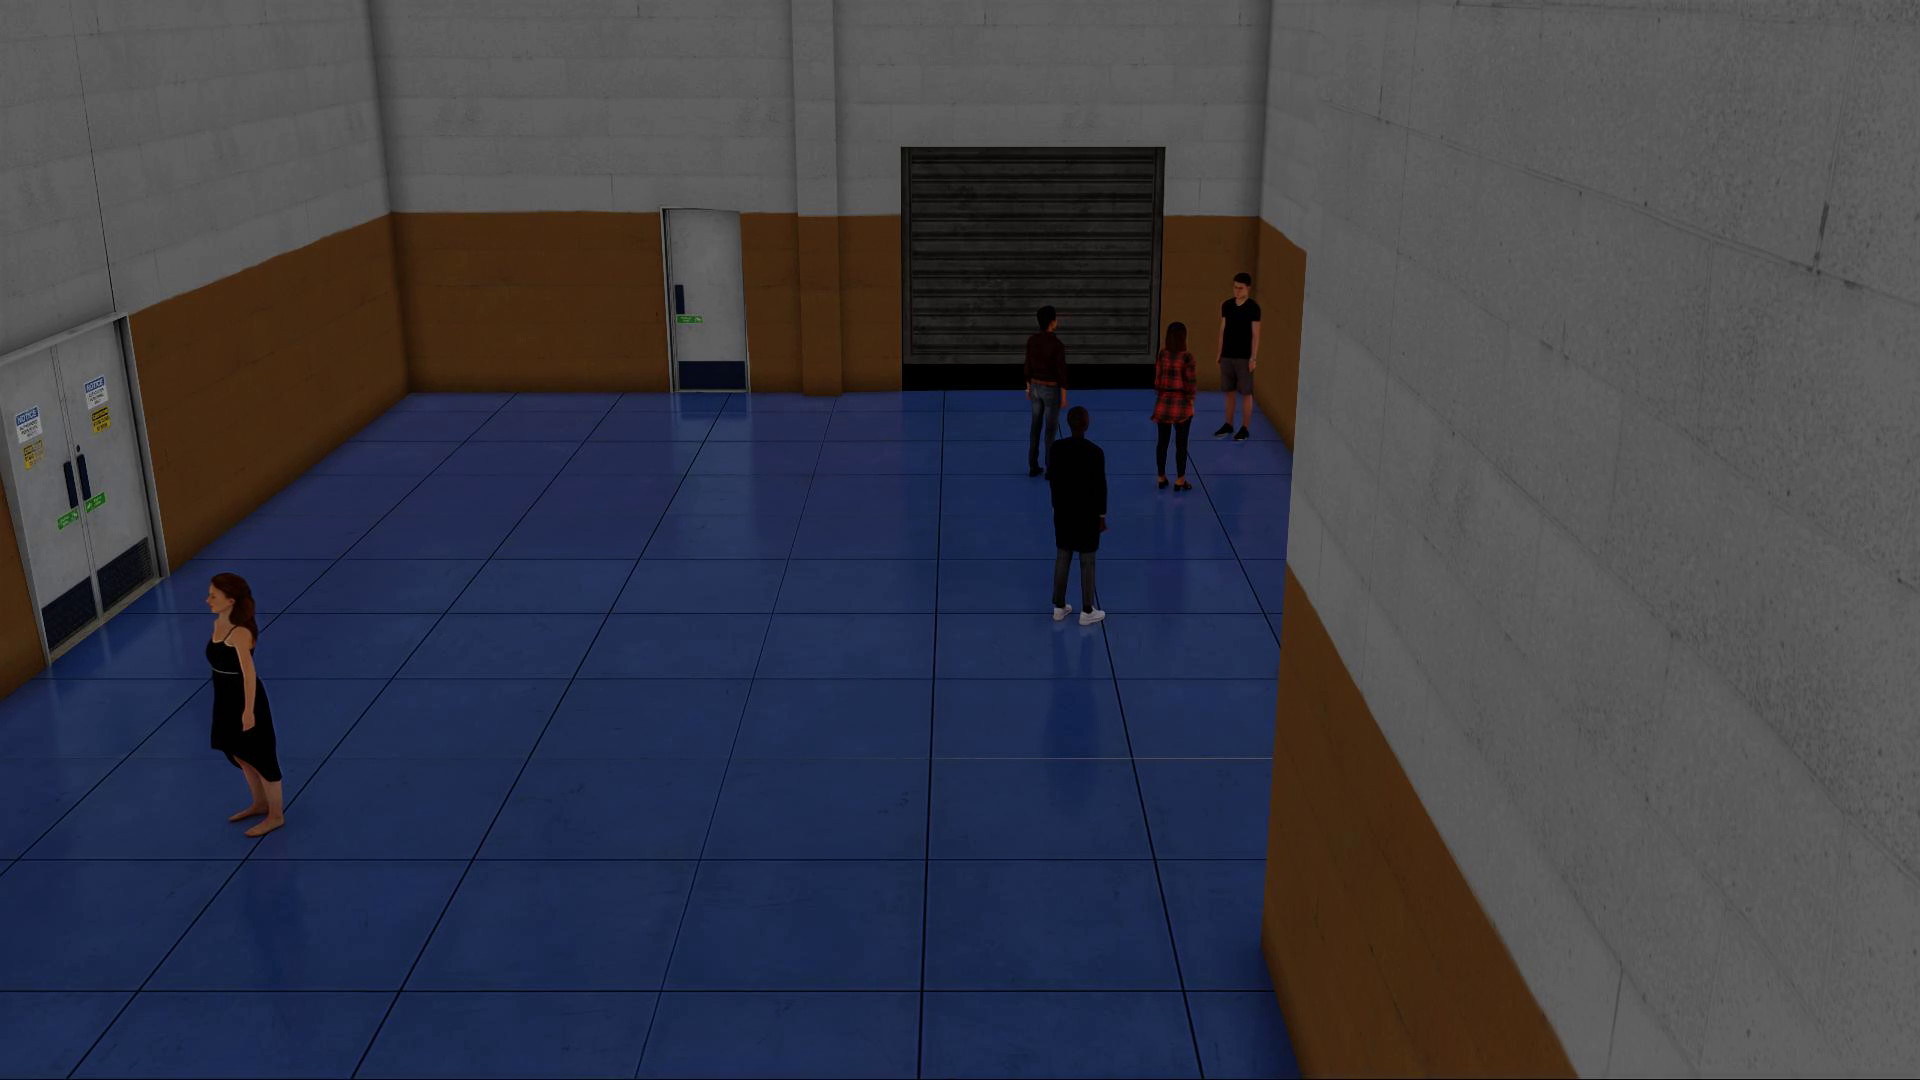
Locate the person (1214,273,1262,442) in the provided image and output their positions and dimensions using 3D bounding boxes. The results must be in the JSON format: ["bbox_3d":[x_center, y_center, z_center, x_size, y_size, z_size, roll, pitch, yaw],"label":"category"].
[{"bbox_3d":[3.106,-2.054,18.466,0.746,1.862,0.813,17,25,41],"label":"person"}]

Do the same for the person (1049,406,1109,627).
[{"bbox_3d":[0.917,-0.200,13.121,0.668,1.762,0.784,11,21,29],"label":"person"}]

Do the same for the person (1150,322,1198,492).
[{"bbox_3d":[2.134,-1.336,16.583,0.679,1.703,0.761,14,23,35],"label":"person"}]

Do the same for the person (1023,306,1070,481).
[{"bbox_3d":[0.867,-1.506,16.967,0.679,1.780,0.778,14,23,35],"label":"person"}]

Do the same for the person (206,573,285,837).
[{"bbox_3d":[-4.254,0.965,9.882,0.737,1.624,0.683,-16,24,-39],"label":"person"}]
